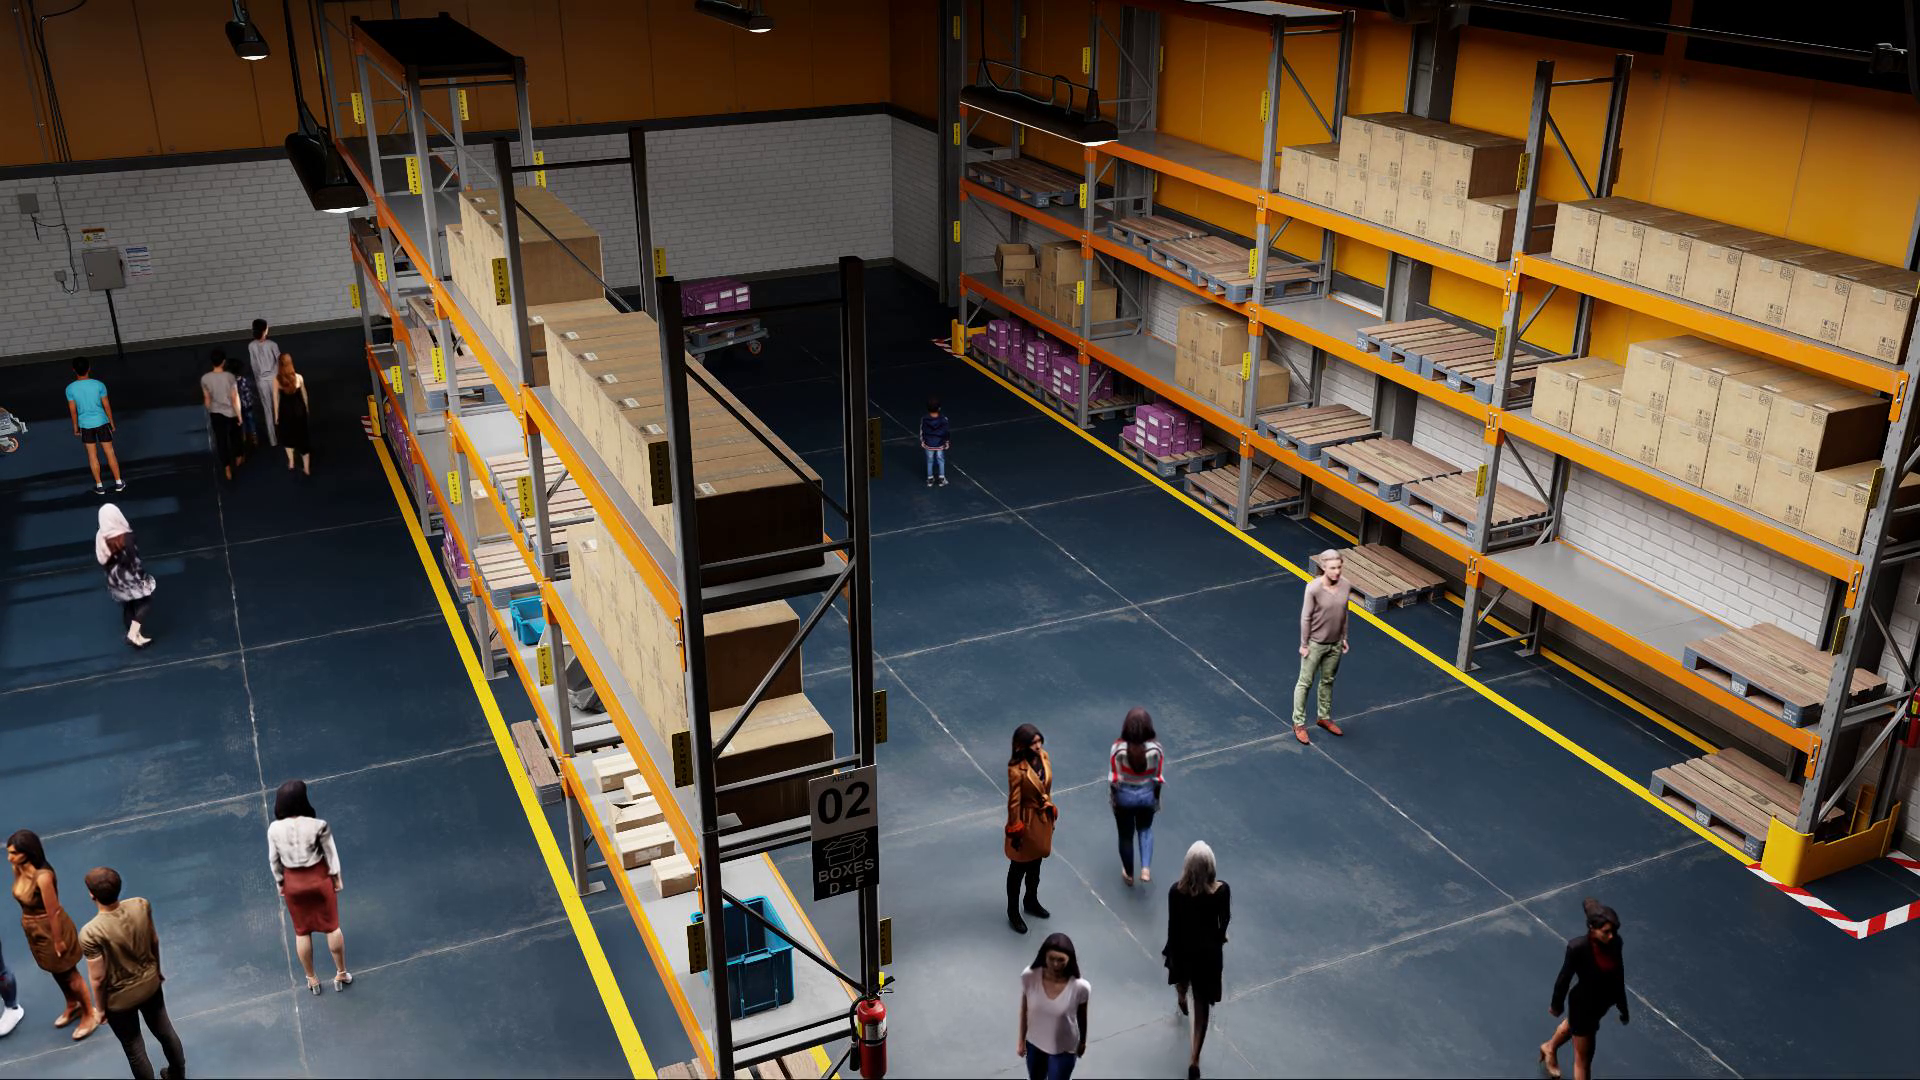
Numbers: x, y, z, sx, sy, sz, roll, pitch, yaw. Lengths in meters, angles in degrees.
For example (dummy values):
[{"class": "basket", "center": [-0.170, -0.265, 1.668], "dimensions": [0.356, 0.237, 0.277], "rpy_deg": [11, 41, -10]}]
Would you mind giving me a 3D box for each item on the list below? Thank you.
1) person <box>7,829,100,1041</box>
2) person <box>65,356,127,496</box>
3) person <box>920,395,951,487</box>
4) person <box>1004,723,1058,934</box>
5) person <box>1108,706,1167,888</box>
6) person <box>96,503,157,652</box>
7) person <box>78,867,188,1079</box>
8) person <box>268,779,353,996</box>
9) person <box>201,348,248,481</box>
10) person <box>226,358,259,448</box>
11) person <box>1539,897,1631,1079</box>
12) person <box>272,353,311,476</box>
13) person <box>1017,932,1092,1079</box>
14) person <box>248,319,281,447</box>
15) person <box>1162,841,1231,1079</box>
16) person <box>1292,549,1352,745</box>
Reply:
[{"class": "person", "center": [-6.327, 2.728, 11.559], "dimensions": [0.603, 1.683, 0.701], "rpy_deg": [14, 27, 30]}, {"class": "person", "center": [-10.937, -1.449, 21.002], "dimensions": [0.630, 1.773, 0.517], "rpy_deg": [-13, 27, -27]}, {"class": "person", "center": [-0.326, -1.270, 21.281], "dimensions": [0.625, 1.222, 0.656], "rpy_deg": [1, 24, 3]}, {"class": "person", "center": [0.525, 2.185, 12.755], "dimensions": [0.724, 1.720, 0.757], "rpy_deg": [21, 31, 39]}, {"class": "person", "center": [1.388, 2.082, 13.136], "dimensions": [0.720, 1.604, 0.781], "rpy_deg": [-2, 24, -4]}, {"class": "person", "center": [-8.530, 0.418, 16.910], "dimensions": [0.811, 1.631, 0.871], "rpy_deg": [7, 25, 15]}, {"class": "person", "center": [-5.419, 2.937, 10.872], "dimensions": [0.781, 1.851, 0.748], "rpy_deg": [11, 26, 24]}, {"class": "person", "center": [-4.692, 2.504, 11.989], "dimensions": [0.649, 1.749, 0.590], "rpy_deg": [-5, 24, -11]}, {"class": "person", "center": [-9.504, -1.587, 21.443], "dimensions": [0.798, 1.673, 1.168], "rpy_deg": [-5, 24, -11]}, {"class": "person", "center": [-9.723, -1.848, 22.591], "dimensions": [0.549, 1.231, 0.845], "rpy_deg": [-14, 27, -30]}, {"class": "person", "center": [4.074, 3.048, 10.944], "dimensions": [0.613, 1.589, 1.040], "rpy_deg": [-9, 25, -19]}, {"class": "person", "center": [-8.641, -1.599, 21.558], "dimensions": [0.675, 1.603, 0.767], "rpy_deg": [-13, 27, -28]}, {"class": "person", "center": [0.598, 3.162, 10.591], "dimensions": [1.000, 1.663, 1.064], "rpy_deg": [8, 25, 17]}, {"class": "person", "center": [-9.359, -2.136, 22.571], "dimensions": [0.673, 1.775, 0.678], "rpy_deg": [0, 24, 0]}, {"class": "person", "center": [1.608, 2.867, 11.219], "dimensions": [0.993, 1.701, 1.238], "rpy_deg": [2, 24, 5]}, {"class": "person", "center": [3.355, 0.944, 15.400], "dimensions": [0.669, 1.875, 0.596], "rpy_deg": [-9, 25, -20]}]
